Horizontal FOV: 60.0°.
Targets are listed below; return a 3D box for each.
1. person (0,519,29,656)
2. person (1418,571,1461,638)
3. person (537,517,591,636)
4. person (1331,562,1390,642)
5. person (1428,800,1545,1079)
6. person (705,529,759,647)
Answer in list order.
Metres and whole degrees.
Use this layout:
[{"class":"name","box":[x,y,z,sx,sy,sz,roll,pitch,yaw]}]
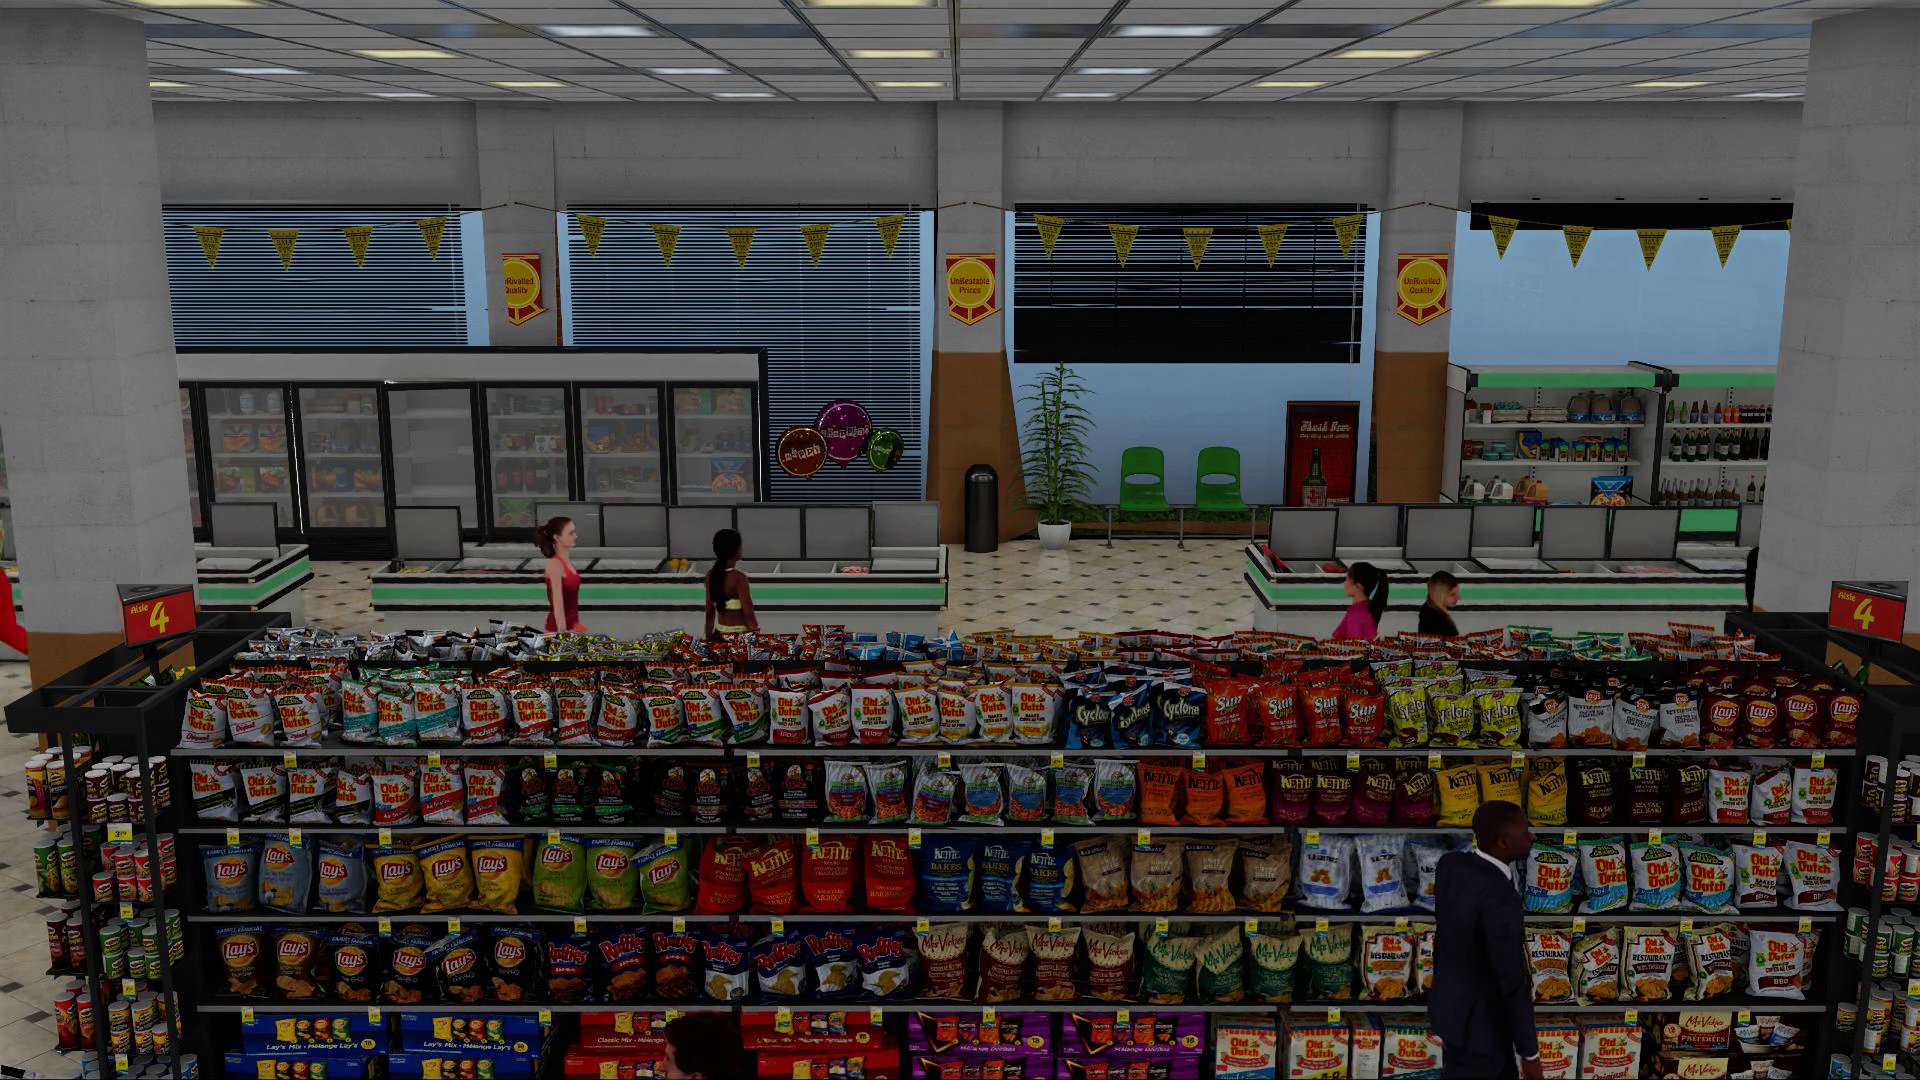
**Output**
[{"class":"person","box":[-7.642,0.434,13.250,1.102,1.760,0.585,0,12,1]},{"class":"person","box":[2.972,1.007,10.848,0.891,1.629,0.695,0,12,2]},{"class":"person","box":[-2.945,0.686,12.105,0.651,1.739,0.573,-1,12,-3]},{"class":"person","box":[2.649,0.986,10.789,0.735,1.694,0.702,7,14,29]},{"class":"person","box":[1.894,1.863,6.370,0.838,1.798,0.695,0,12,0]},{"class":"person","box":[-1.640,0.819,11.522,1.080,1.719,1.106,11,16,41]}]
